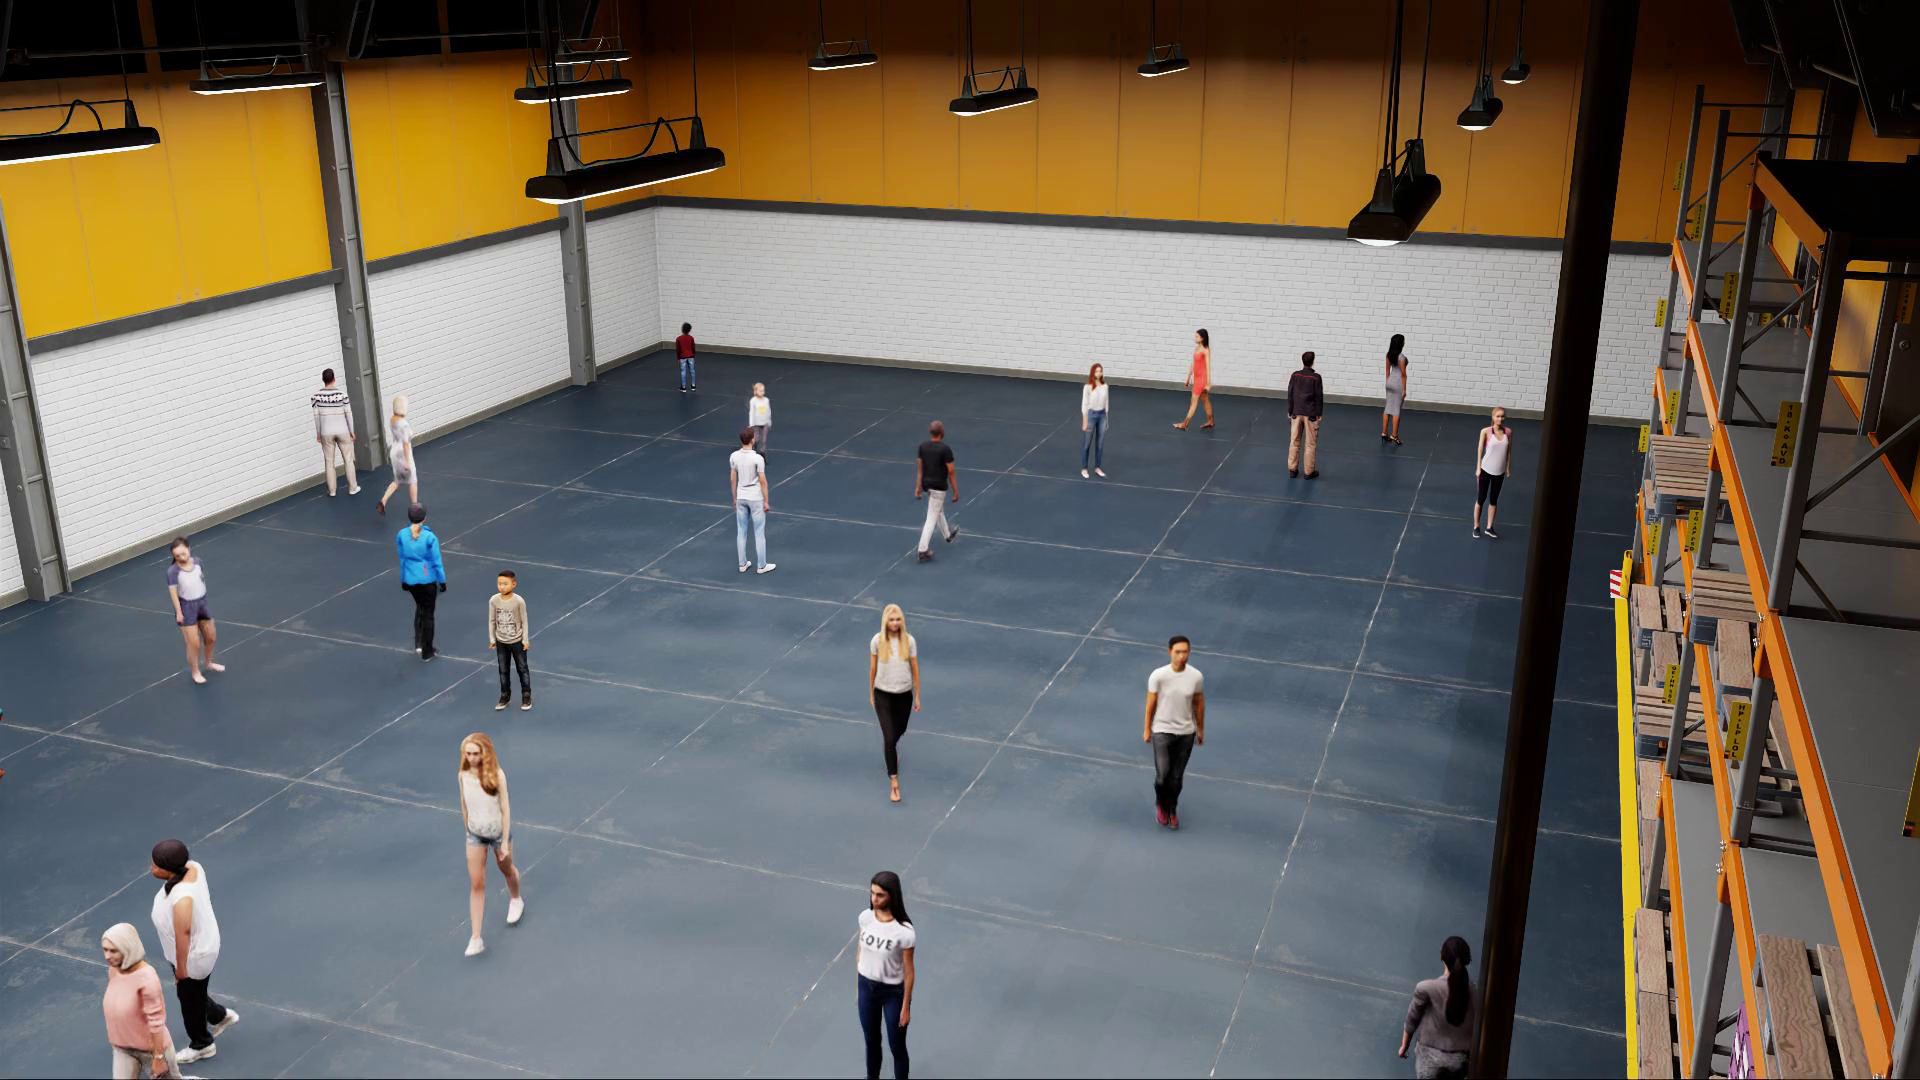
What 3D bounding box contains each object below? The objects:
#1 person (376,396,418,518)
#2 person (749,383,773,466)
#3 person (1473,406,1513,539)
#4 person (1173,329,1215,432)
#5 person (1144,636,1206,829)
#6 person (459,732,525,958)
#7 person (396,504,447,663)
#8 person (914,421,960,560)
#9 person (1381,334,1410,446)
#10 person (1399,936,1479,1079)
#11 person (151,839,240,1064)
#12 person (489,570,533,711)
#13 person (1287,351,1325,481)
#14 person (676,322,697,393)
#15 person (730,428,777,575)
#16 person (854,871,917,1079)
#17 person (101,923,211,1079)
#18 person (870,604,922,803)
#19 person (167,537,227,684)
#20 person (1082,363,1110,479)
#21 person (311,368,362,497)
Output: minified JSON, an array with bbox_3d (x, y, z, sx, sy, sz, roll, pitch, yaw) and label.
[{"bbox_3d":[-7.725,-1.103,22.816,0.798,1.727,1.014,15,24,37],"label":"person"},{"bbox_3d":[-3.101,-1.801,25.598,0.639,1.273,0.698,-10,21,-26],"label":"person"},{"bbox_3d":[7.088,-0.917,22.169,0.673,1.787,0.644,-1,19,-2],"label":"person"},{"bbox_3d":[4.045,-2.616,27.385,1.086,1.678,1.068,-7,20,-20],"label":"person"},{"bbox_3d":[1.851,1.642,14.556,0.774,1.797,0.790,-3,19,-9],"label":"person"},{"bbox_3d":[-3.583,2.262,12.843,0.787,1.715,1.190,2,19,5],"label":"person"},{"bbox_3d":[-5.868,0.493,17.990,0.667,1.782,0.683,4,19,11],"label":"person"},{"bbox_3d":[-0.364,-0.599,21.288,0.908,1.747,1.297,13,22,33],"label":"person"},{"bbox_3d":[6.970,-2.424,26.653,0.710,1.781,0.659,-10,21,-26],"label":"person"},{"bbox_3d":[2.947,3.220,10.086,0.739,1.659,0.806,0,19,1],"label":"person"},{"bbox_3d":[-5.218,2.780,11.359,0.871,1.680,0.796,-6,19,-16],"label":"person"},{"bbox_3d":[-4.579,1.007,16.960,0.617,1.464,0.604,0,19,1],"label":"person"},{"bbox_3d":[5.138,-1.869,24.779,0.737,1.925,0.655,10,21,28],"label":"person"},{"bbox_3d":[-4.964,-3.327,30.160,0.589,1.254,0.651,-9,21,-24],"label":"person"},{"bbox_3d":[-2.631,-0.497,20.824,0.657,1.850,0.554,8,20,23],"label":"person"},{"bbox_3d":[-0.477,2.936,10.747,0.633,1.775,0.589,11,22,30],"label":"person"},{"bbox_3d":[-5.011,3.109,10.367,0.659,1.689,1.138,8,20,23],"label":"person"},{"bbox_3d":[-0.624,1.412,15.248,1.024,1.791,1.237,-4,19,-12],"label":"person"},{"bbox_3d":[-8.099,0.734,17.517,0.786,1.627,0.575,4,19,12],"label":"person"},{"bbox_3d":[2.021,-1.805,24.897,0.652,1.728,0.686,-6,19,-17],"label":"person"},{"bbox_3d":[-9.002,-1.554,23.943,0.769,1.861,0.780,-5,19,-14],"label":"person"}]
